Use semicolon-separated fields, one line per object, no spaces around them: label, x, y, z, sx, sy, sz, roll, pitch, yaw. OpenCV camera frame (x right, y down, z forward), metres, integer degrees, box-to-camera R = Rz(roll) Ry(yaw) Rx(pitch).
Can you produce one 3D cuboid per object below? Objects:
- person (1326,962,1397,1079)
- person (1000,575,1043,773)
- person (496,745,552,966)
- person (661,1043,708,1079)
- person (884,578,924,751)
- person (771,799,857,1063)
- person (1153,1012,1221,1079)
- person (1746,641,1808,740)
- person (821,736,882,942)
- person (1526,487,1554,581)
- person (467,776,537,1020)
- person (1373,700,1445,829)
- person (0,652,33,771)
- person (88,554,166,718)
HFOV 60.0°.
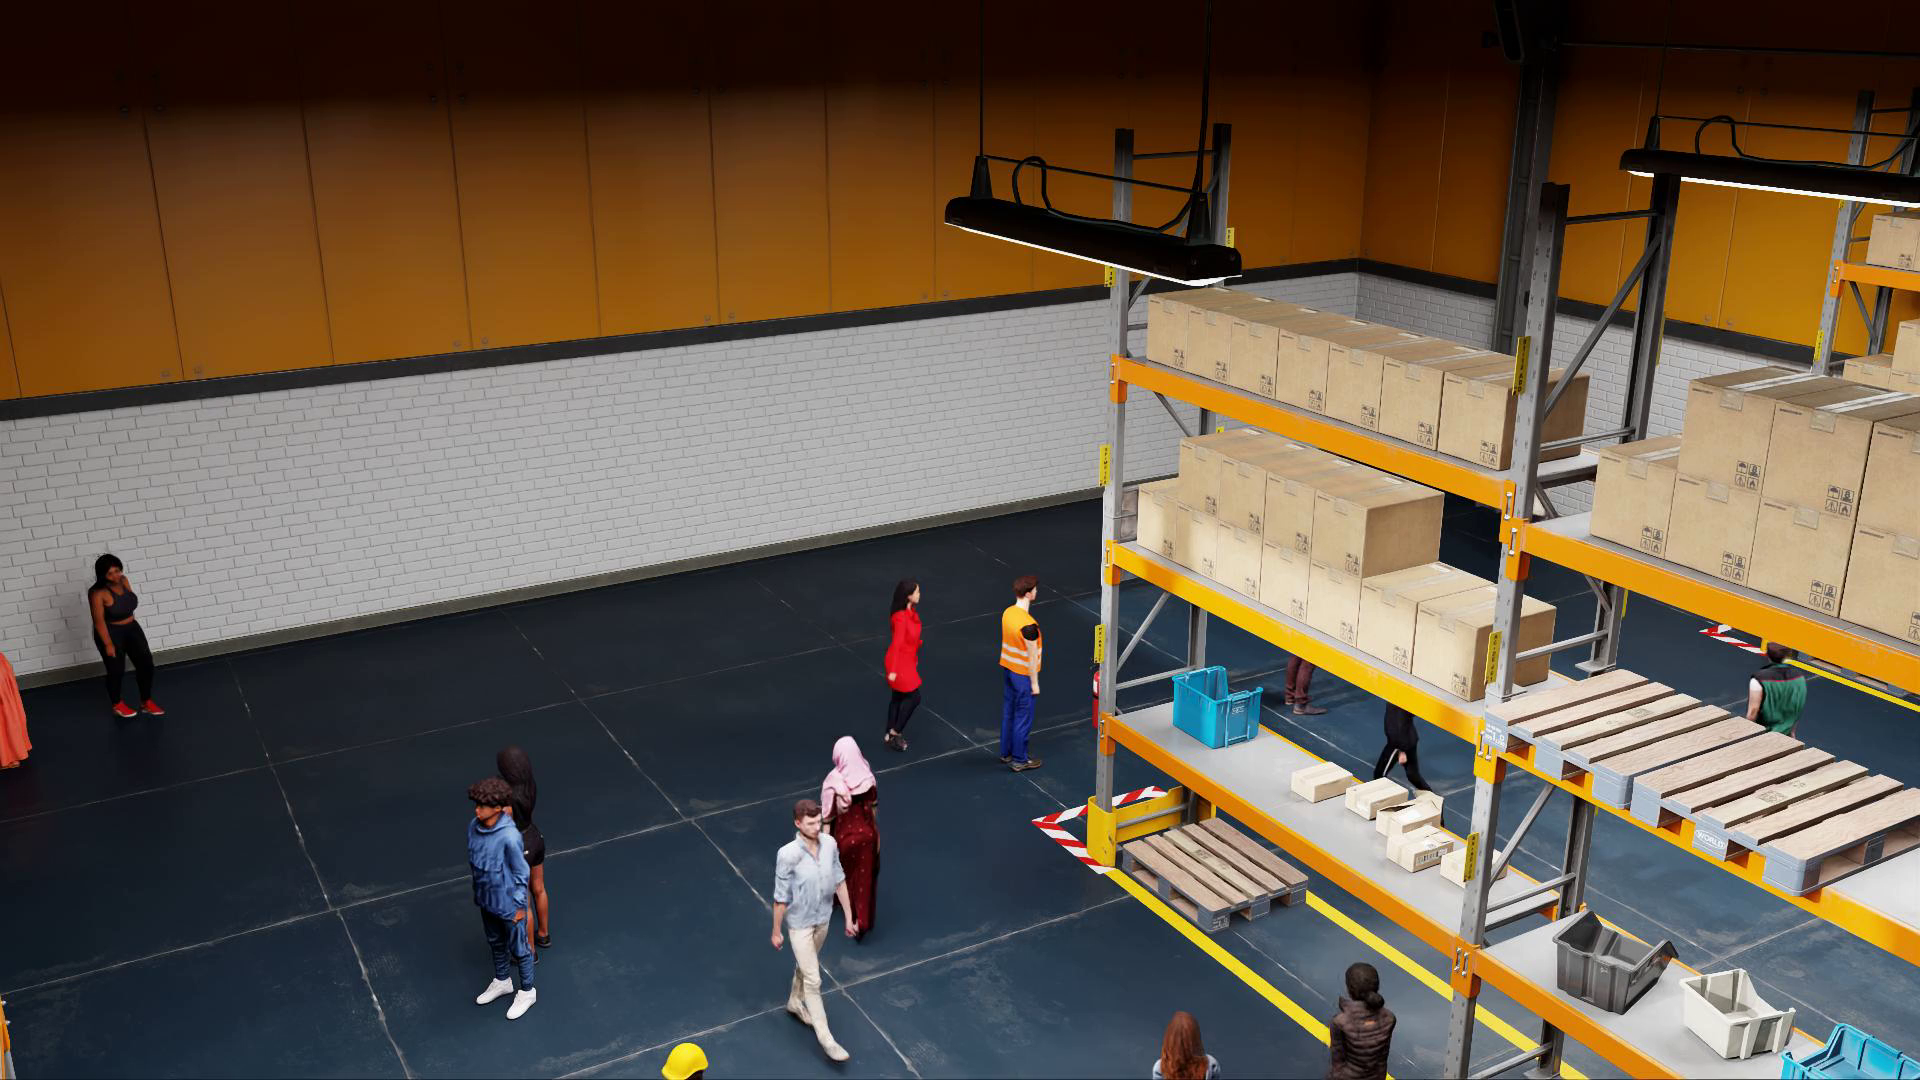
person;2.301;3.243;9.811;0.823;1.658;0.681;-10;21;-27
person;0.558;1.231;15.432;0.729;1.882;0.583;-8;20;-23
person;-3.265;2.328;12.396;0.733;1.743;0.664;4;19;12
person;-1.411;3.464;8.915;0.699;1.810;0.817;10;21;28
person;-0.637;1.206;15.752;0.810;1.726;0.718;3;19;8
person;-1.096;2.598;11.485;0.850;1.812;1.158;-17;25;-41
person;1.289;3.399;9.632;0.621;1.477;0.606;-3;19;-8
person;6.892;1.666;14.206;0.717;1.841;0.698;-3;19;-8
person;-0.815;2.300;12.704;0.750;1.598;1.069;-7;20;-19
person;7.030;-0.329;20.551;0.721;1.572;0.784;-3;19;-10
person;-3.247;2.502;11.775;0.663;1.808;0.815;12;22;32
person;3.857;1.769;14.175;1.176;1.666;1.000;10;21;27
person;-8.998;1.263;15.464;0.754;1.802;0.619;-4;19;-12
person;-8.359;0.945;16.455;0.999;1.772;0.932;4;19;12
